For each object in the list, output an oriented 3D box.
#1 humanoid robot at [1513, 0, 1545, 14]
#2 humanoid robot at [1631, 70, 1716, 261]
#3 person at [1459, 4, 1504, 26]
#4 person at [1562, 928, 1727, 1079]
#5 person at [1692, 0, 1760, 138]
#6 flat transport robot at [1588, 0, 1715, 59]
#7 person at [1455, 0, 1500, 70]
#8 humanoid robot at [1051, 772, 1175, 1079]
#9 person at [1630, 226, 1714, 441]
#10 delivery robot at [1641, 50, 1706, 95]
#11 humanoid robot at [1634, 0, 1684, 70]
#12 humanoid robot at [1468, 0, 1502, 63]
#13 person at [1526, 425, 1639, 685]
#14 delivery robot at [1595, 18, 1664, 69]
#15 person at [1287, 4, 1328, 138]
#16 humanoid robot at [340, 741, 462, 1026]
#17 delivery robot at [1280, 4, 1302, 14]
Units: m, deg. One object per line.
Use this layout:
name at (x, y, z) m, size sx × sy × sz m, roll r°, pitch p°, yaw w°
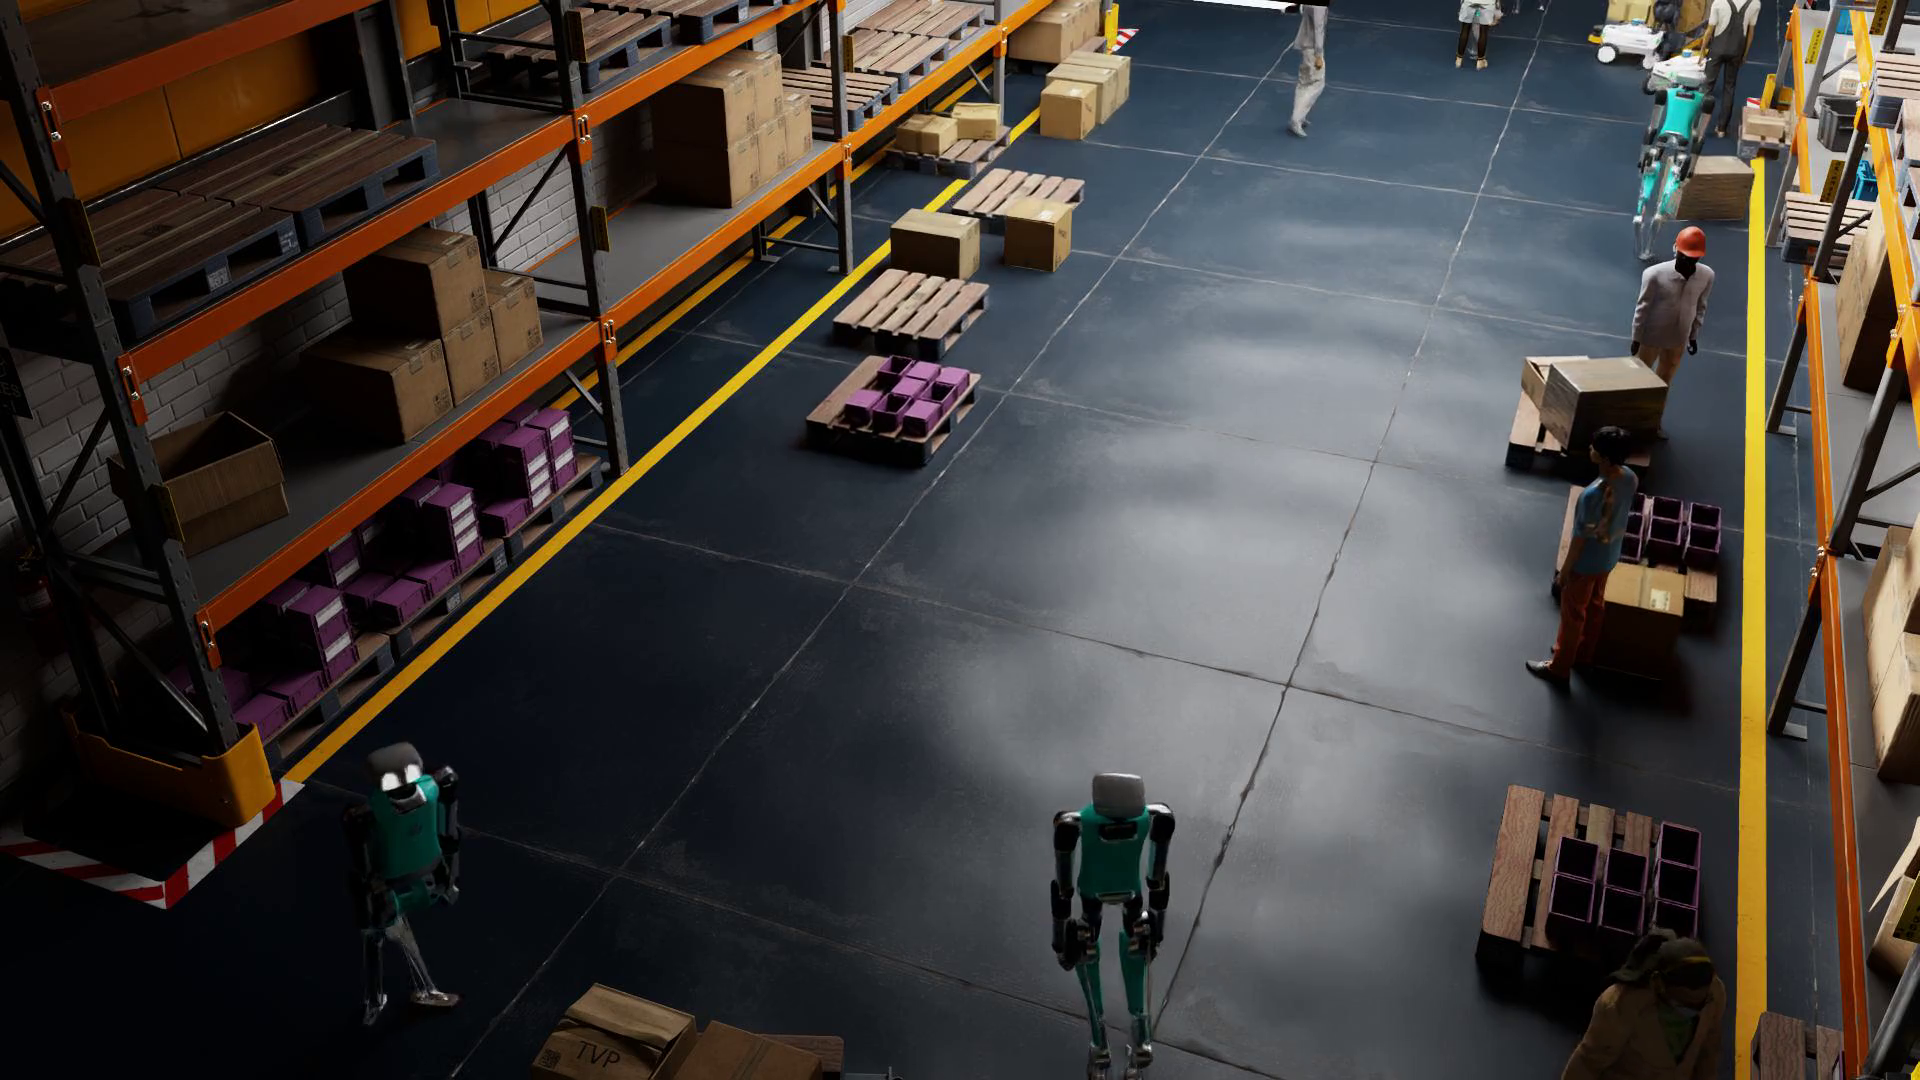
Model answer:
humanoid robot at (7.960, -8.091, 22.795) m, size 0.530 × 1.804 × 0.798 m, roll 13°, pitch 35°, yaw 19°
humanoid robot at (6.551, -3.410, 15.556) m, size 0.534 × 1.800 × 0.847 m, roll 21°, pitch 38°, yaw 29°
person at (7.125, -7.804, 22.315) m, size 0.473 × 1.740 × 0.823 m, roll -19°, pitch 37°, yaw -27°
person at (2.738, 2.164, 6.805) m, size 0.618 × 1.841 × 0.879 m, roll -9°, pitch 34°, yaw -13°
person at (8.519, -5.421, 18.550) m, size 0.517 × 1.833 × 0.365 m, roll 5°, pitch 33°, yaw 8°
flat transport robot at (9.029, -6.522, 21.686) m, size 1.431 × 0.231 × 0.659 m, roll 25°, pitch 40°, yaw 33°
person at (6.461, -6.711, 20.659) m, size 0.532 × 1.698 × 0.318 m, roll 15°, pitch 36°, yaw 22°
humanoid robot at (0.687, 1.869, 7.334) m, size 0.537 × 1.786 × 0.636 m, roll -4°, pitch 33°, yaw -6°
person at (5.363, -1.553, 12.625) m, size 0.561 × 1.752 × 0.331 m, roll -3°, pitch 33°, yaw -4°
delivery robot at (8.646, -5.573, 19.948) m, size 0.791 × 0.589 × 0.499 m, roll -14°, pitch 35°, yaw -21°
humanoid robot at (8.742, -6.644, 20.595) m, size 0.425 × 1.641 × 0.590 m, roll 0°, pitch 33°, yaw 0°
humanoid robot at (6.596, -6.968, 21.017) m, size 0.879 × 1.768 × 0.590 m, roll -26°, pitch 41°, yaw -34°
person at (3.802, 0.099, 10.069) m, size 0.497 × 1.761 × 0.335 m, roll -24°, pitch 40°, yaw -32°
delivery robot at (8.506, -6.311, 21.087) m, size 0.780 × 0.586 × 0.499 m, roll 16°, pitch 36°, yaw 23°
person at (3.901, -5.495, 18.618) m, size 0.443 × 1.883 × 0.653 m, roll -7°, pitch 33°, yaw -10°
humanoid robot at (-2.674, 1.584, 7.798) m, size 0.584 × 1.784 × 0.820 m, roll -27°, pitch 42°, yaw -35°
delivery robot at (4.634, -7.684, 23.237) m, size 0.499 × 0.613 × 0.807 m, roll 2°, pitch 33°, yaw 3°
